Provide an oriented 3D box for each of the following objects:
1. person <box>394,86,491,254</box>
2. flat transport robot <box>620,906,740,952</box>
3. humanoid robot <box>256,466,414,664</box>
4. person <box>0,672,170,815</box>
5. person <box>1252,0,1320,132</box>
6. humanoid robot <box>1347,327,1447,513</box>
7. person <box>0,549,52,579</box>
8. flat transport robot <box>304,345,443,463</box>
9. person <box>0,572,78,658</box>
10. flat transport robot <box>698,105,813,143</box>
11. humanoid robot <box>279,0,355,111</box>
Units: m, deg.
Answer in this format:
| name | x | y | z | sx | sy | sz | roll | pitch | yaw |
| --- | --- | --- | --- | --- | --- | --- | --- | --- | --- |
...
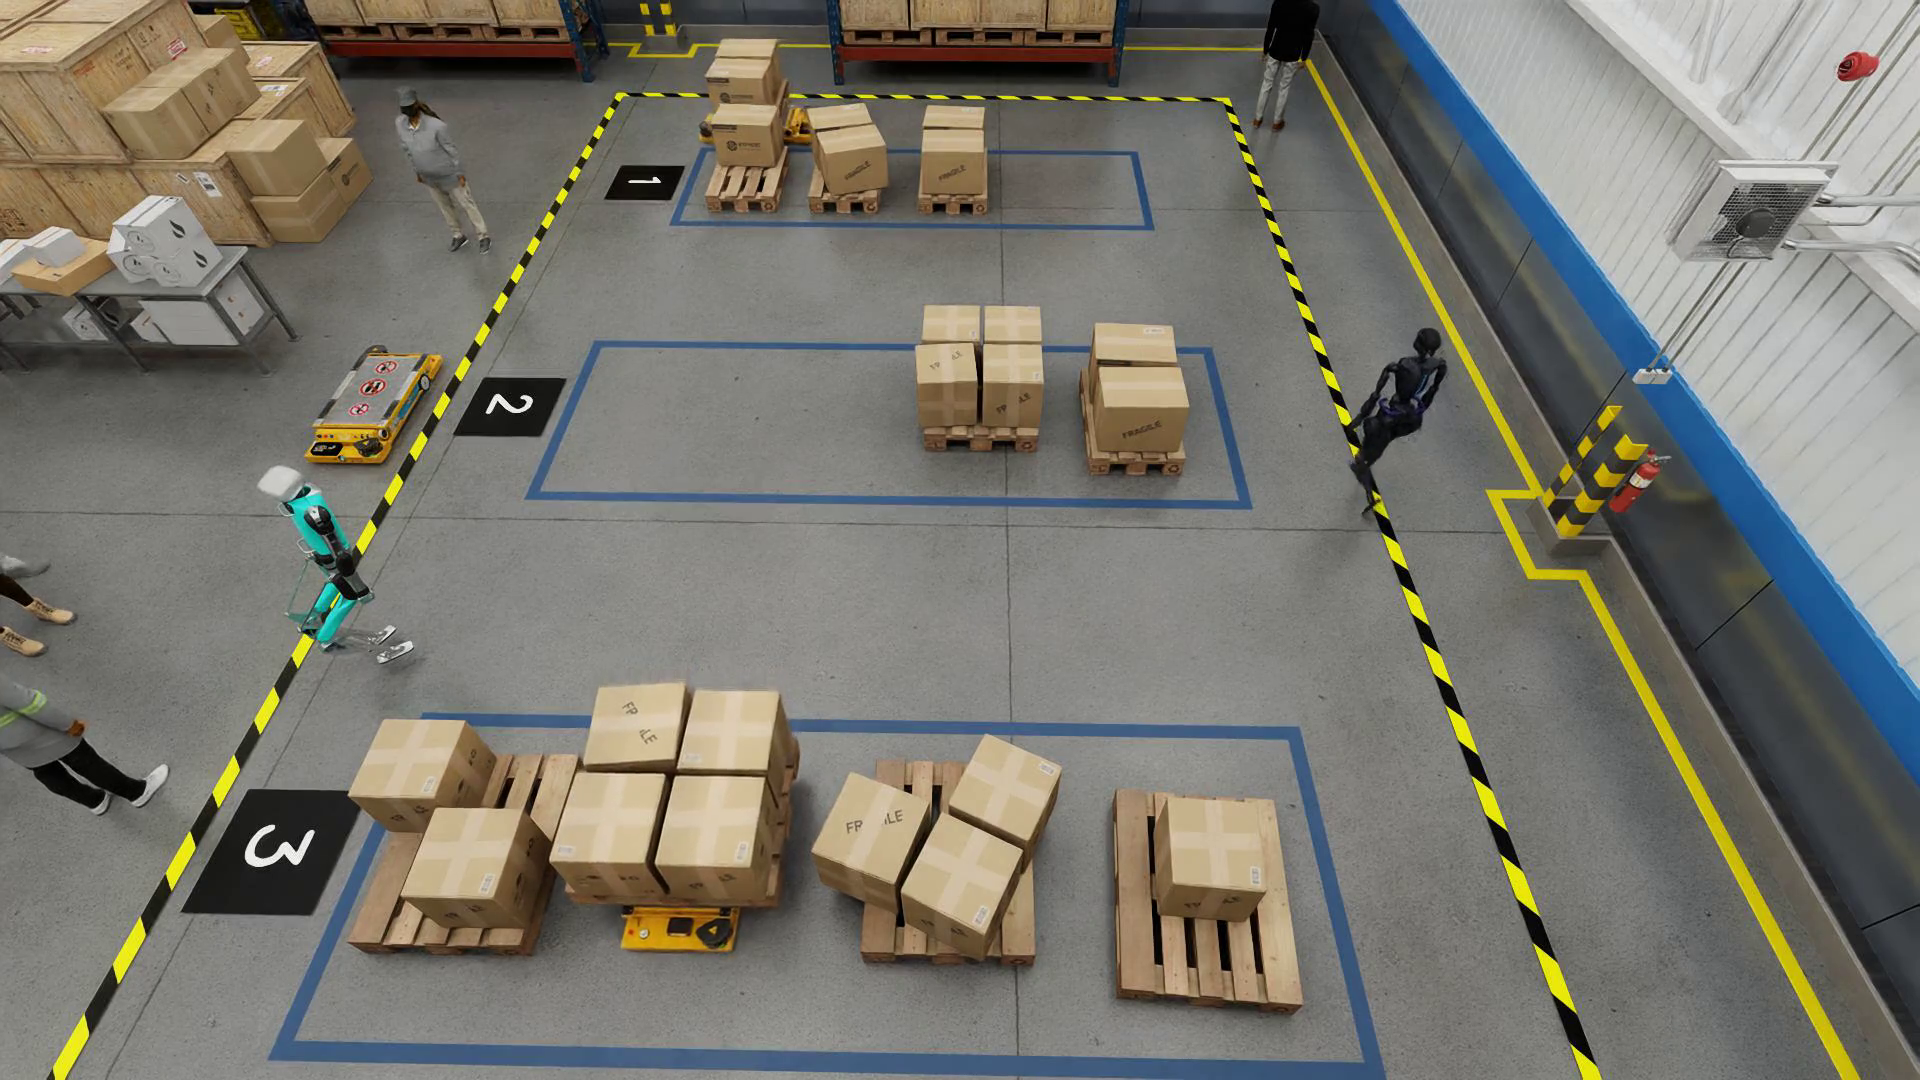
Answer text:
| name | x | y | z | sx | sy | sz | roll | pitch | yaw |
| --- | --- | --- | --- | --- | --- | --- | --- | --- | --- |
| person | -5.477 | -3.882 | 9.667 | 0.572 | 1.769 | 0.397 | 5 | 50 | 4 |
| flat transport robot | -1.655 | 1.827 | 5.803 | 0.652 | 0.197 | 1.431 | 1 | 50 | 1 |
| humanoid robot | -4.277 | 0.287 | 6.073 | 0.533 | 1.678 | 0.735 | 35 | 58 | 26 |
| person | -5.556 | 1.082 | 5.417 | 0.589 | 1.848 | 0.405 | -6 | 50 | -5 |
| person | 4.072 | -6.092 | 11.464 | 0.590 | 1.883 | 0.366 | 21 | 53 | 17 |
| humanoid robot | 3.462 | -0.942 | 7.249 | 0.609 | 1.634 | 0.643 | -7 | 50 | -6 |
| person | -7.704 | -0.331 | 6.566 | 0.816 | 1.917 | 0.599 | -14 | 51 | -11 |
| flat transport robot | -5.383 | -1.269 | 8.441 | 0.659 | 0.231 | 1.431 | 1 | 50 | 1 |
| person | -6.925 | 0.072 | 6.155 | 0.392 | 2.036 | 0.597 | 9 | 50 | 7 |
| flat transport robot | -2.637 | -5.435 | 11.948 | 1.431 | 0.197 | 0.652 | 1 | 50 | 1 |
| humanoid robot | -8.475 | -6.406 | 11.866 | 0.477 | 1.636 | 0.611 | 0 | 50 | 0 |
